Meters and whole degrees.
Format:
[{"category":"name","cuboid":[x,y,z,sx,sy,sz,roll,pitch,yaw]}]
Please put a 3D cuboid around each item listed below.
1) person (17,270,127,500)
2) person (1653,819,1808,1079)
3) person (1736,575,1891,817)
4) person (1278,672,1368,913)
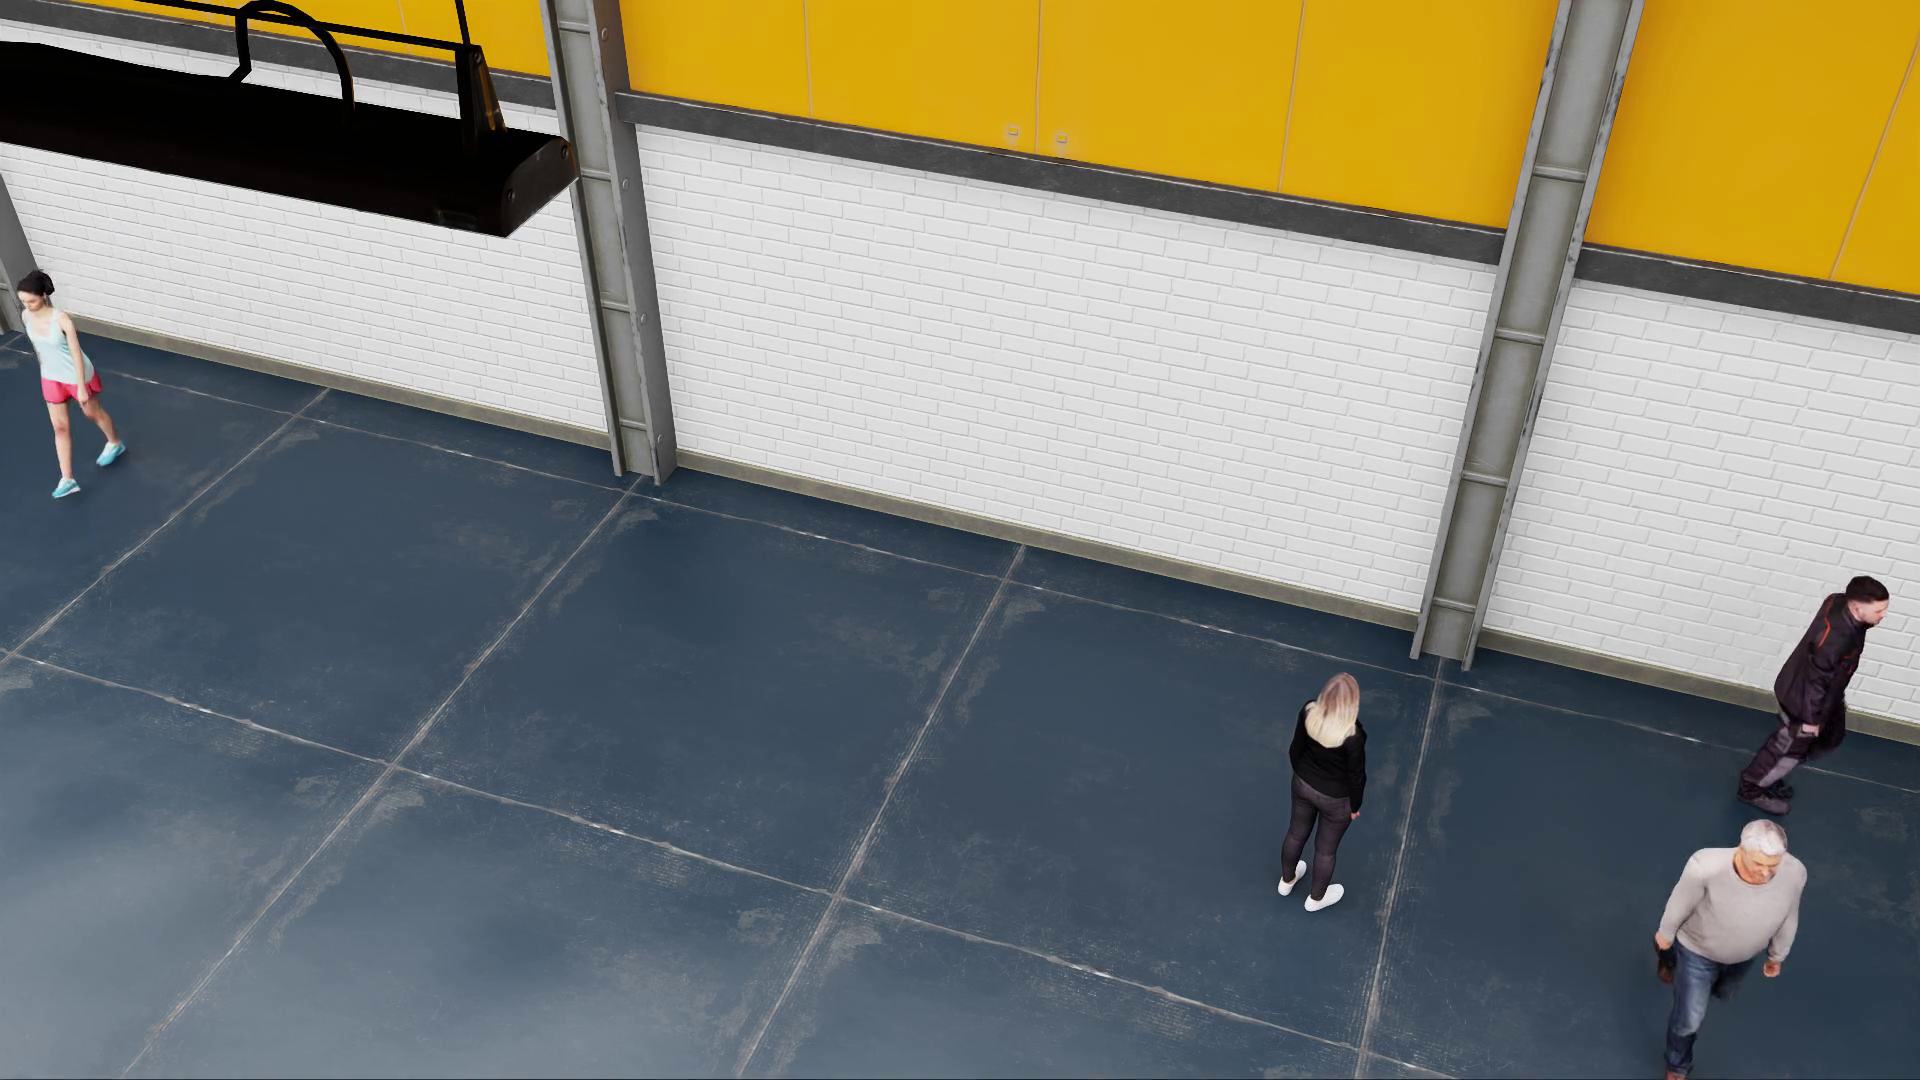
[{"category":"person","cuboid":[-6.476,-1.221,12.213,1.045,1.731,0.828,9,39,11]},{"category":"person","cuboid":[3.689,1.923,8.164,1.177,1.870,1.048,0,39,1]},{"category":"person","cuboid":[4.793,0.851,9.535,0.772,1.835,0.790,22,44,25]},{"category":"person","cuboid":[1.960,1.365,9.012,0.746,1.684,0.620,-31,48,-33]}]
